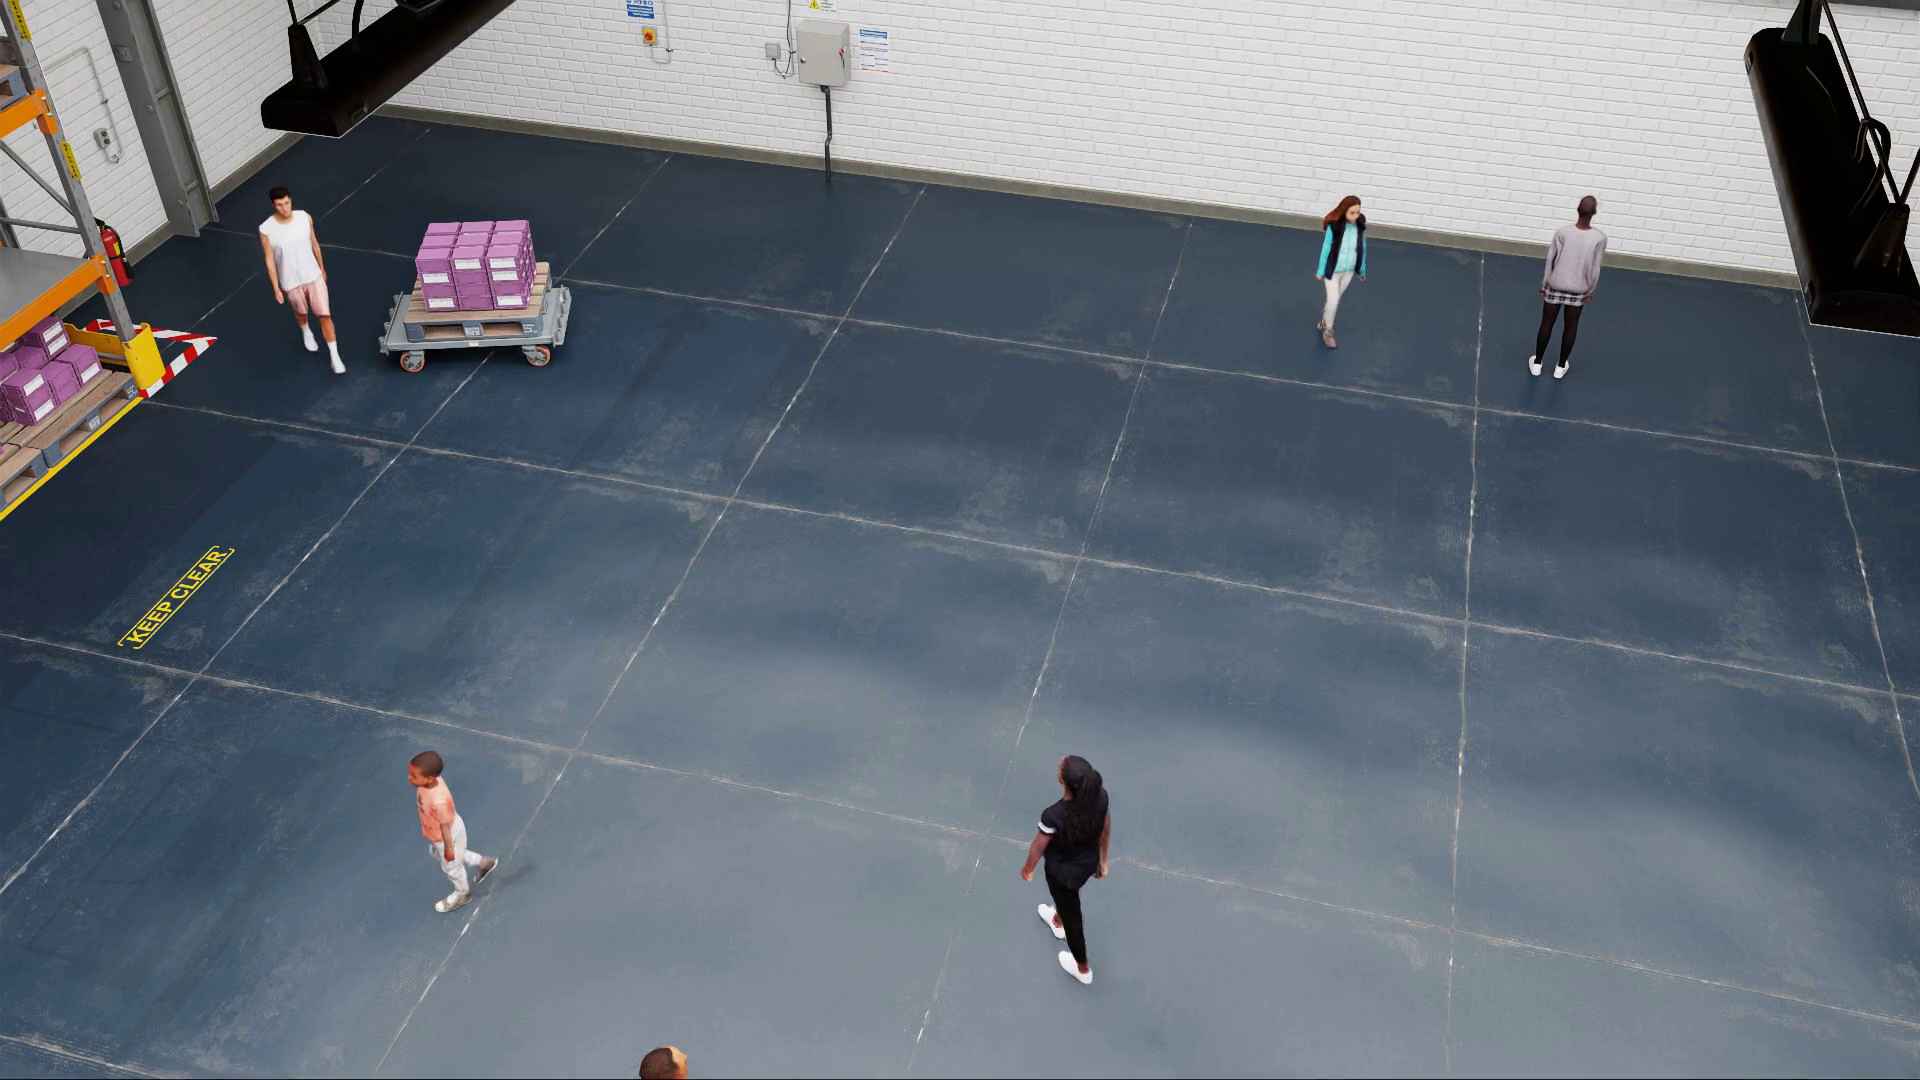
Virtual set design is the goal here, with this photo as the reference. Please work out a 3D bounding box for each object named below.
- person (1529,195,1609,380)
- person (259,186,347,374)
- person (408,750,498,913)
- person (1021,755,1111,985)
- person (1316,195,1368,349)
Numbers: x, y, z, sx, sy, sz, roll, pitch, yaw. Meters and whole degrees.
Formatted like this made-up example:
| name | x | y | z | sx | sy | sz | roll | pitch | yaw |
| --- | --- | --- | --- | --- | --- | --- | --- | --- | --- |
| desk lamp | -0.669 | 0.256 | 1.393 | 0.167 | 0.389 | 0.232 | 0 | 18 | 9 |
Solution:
| name | x | y | z | sx | sy | sz | roll | pitch | yaw |
| --- | --- | --- | --- | --- | --- | --- | --- | --- | --- |
| person | 5.412 | -2.255 | 14.810 | 0.622 | 1.773 | 0.529 | 11 | 40 | 14 |
| person | -5.982 | -2.404 | 15.022 | 1.145 | 1.741 | 1.191 | -21 | 43 | -24 |
| person | -3.098 | 1.745 | 10.178 | 0.749 | 1.303 | 0.697 | -17 | 42 | -20 |
| person | 0.695 | 1.944 | 9.601 | 0.910 | 1.711 | 0.938 | -27 | 46 | -30 |
| person | 3.479 | -2.553 | 15.413 | 0.757 | 1.486 | 0.825 | -14 | 41 | -17 |
